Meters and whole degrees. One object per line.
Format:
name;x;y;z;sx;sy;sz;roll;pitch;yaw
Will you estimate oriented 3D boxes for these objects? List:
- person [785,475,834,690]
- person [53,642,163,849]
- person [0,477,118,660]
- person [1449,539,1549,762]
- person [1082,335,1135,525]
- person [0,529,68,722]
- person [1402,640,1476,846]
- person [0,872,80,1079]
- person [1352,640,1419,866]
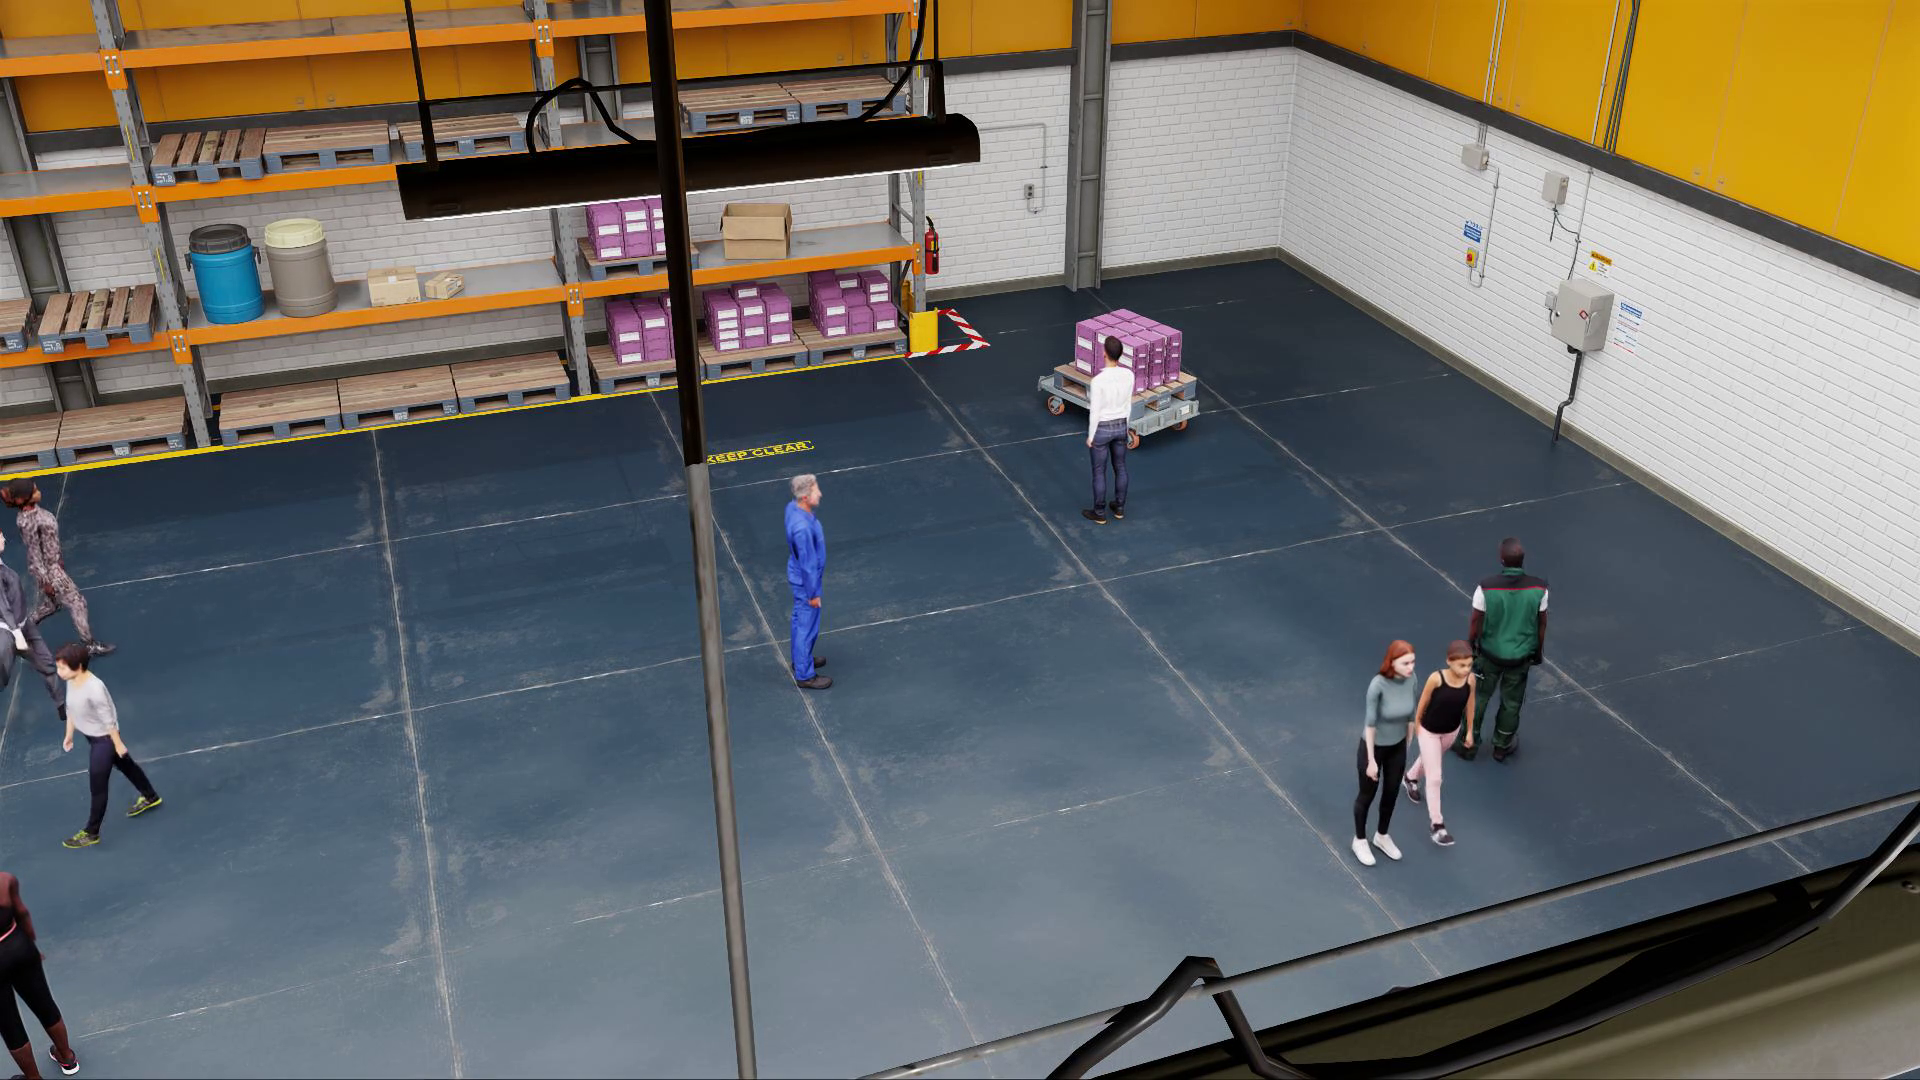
person;-1.238;0.308;13.286;0.593;1.826;0.762;-6;29;-11
person;-5.963;1.342;11.708;0.854;1.522;1.051;23;36;36
person;-7.488;0.270;13.497;1.046;1.692;0.608;-11;30;-19
person;4.066;0.829;12.327;0.757;1.830;0.894;11;31;20
person;1.419;-1.039;15.711;0.555;1.868;0.700;-14;31;-24
person;-7.295;0.720;12.618;1.167;1.743;0.676;-10;30;-18
person;3.351;1.322;11.766;1.063;1.502;0.688;-5;29;-10
person;-5.437;2.429;9.469;0.736;1.758;0.660;15;32;26
person;2.852;1.421;11.336;0.525;1.739;0.653;-11;30;-19
